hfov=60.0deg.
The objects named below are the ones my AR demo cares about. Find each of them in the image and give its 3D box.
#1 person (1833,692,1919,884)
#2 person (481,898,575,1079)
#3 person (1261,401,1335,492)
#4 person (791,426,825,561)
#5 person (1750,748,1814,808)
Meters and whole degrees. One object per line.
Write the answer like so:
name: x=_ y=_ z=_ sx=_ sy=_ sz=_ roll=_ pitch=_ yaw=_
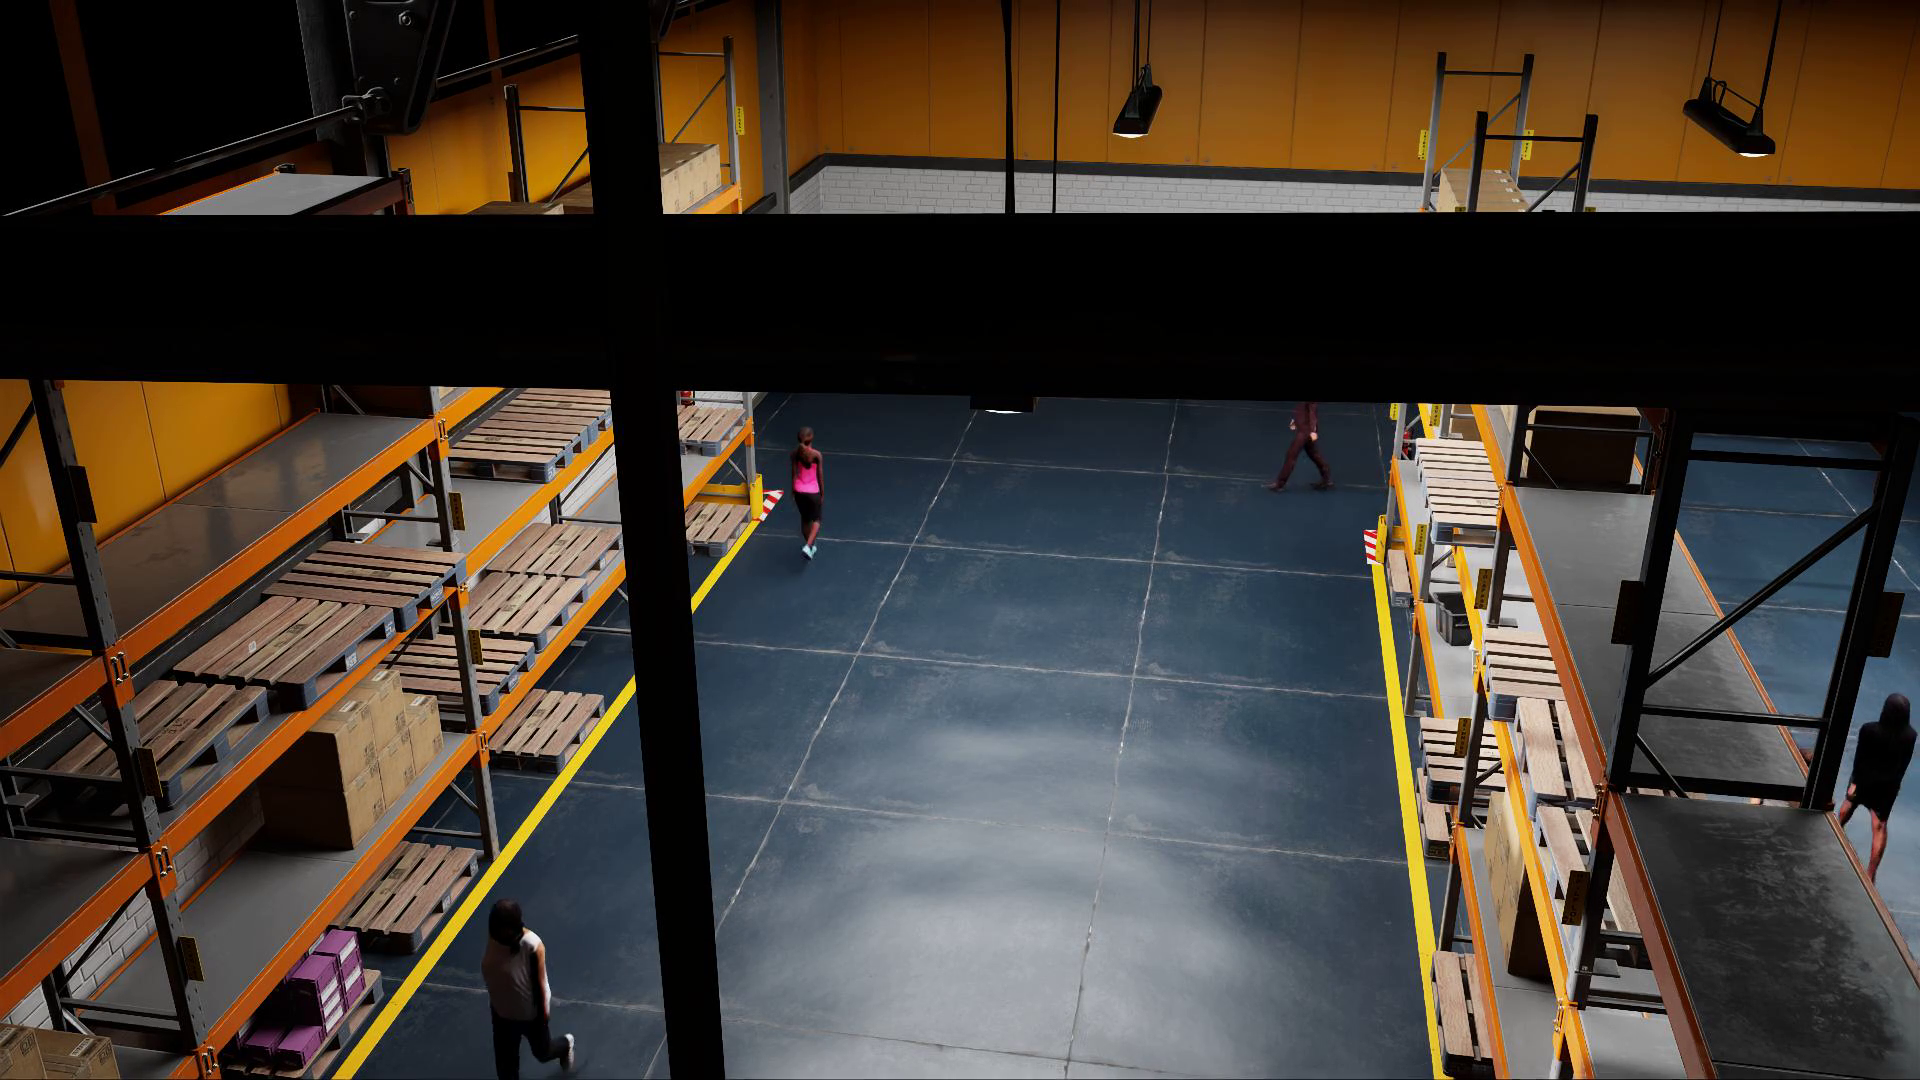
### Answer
person: x=7.749 y=2.116 z=14.014 sx=0.630 sy=1.667 sz=1.168 roll=4 pitch=24 yaw=8
person: x=-3.024 y=3.190 z=11.554 sx=0.836 sy=1.669 sz=1.025 roll=13 pitch=27 yaw=27
person: x=4.681 y=-1.494 z=22.088 sx=0.872 sy=1.815 sz=1.190 roll=1 pitch=24 yaw=3
person: x=-1.858 y=-0.517 z=19.988 sx=0.540 sy=1.707 sz=0.863 roll=4 pitch=24 yaw=10
person: x=6.392 y=2.399 z=13.119 sx=0.936 sy=1.865 sz=1.154 roll=15 pitch=28 yaw=30
